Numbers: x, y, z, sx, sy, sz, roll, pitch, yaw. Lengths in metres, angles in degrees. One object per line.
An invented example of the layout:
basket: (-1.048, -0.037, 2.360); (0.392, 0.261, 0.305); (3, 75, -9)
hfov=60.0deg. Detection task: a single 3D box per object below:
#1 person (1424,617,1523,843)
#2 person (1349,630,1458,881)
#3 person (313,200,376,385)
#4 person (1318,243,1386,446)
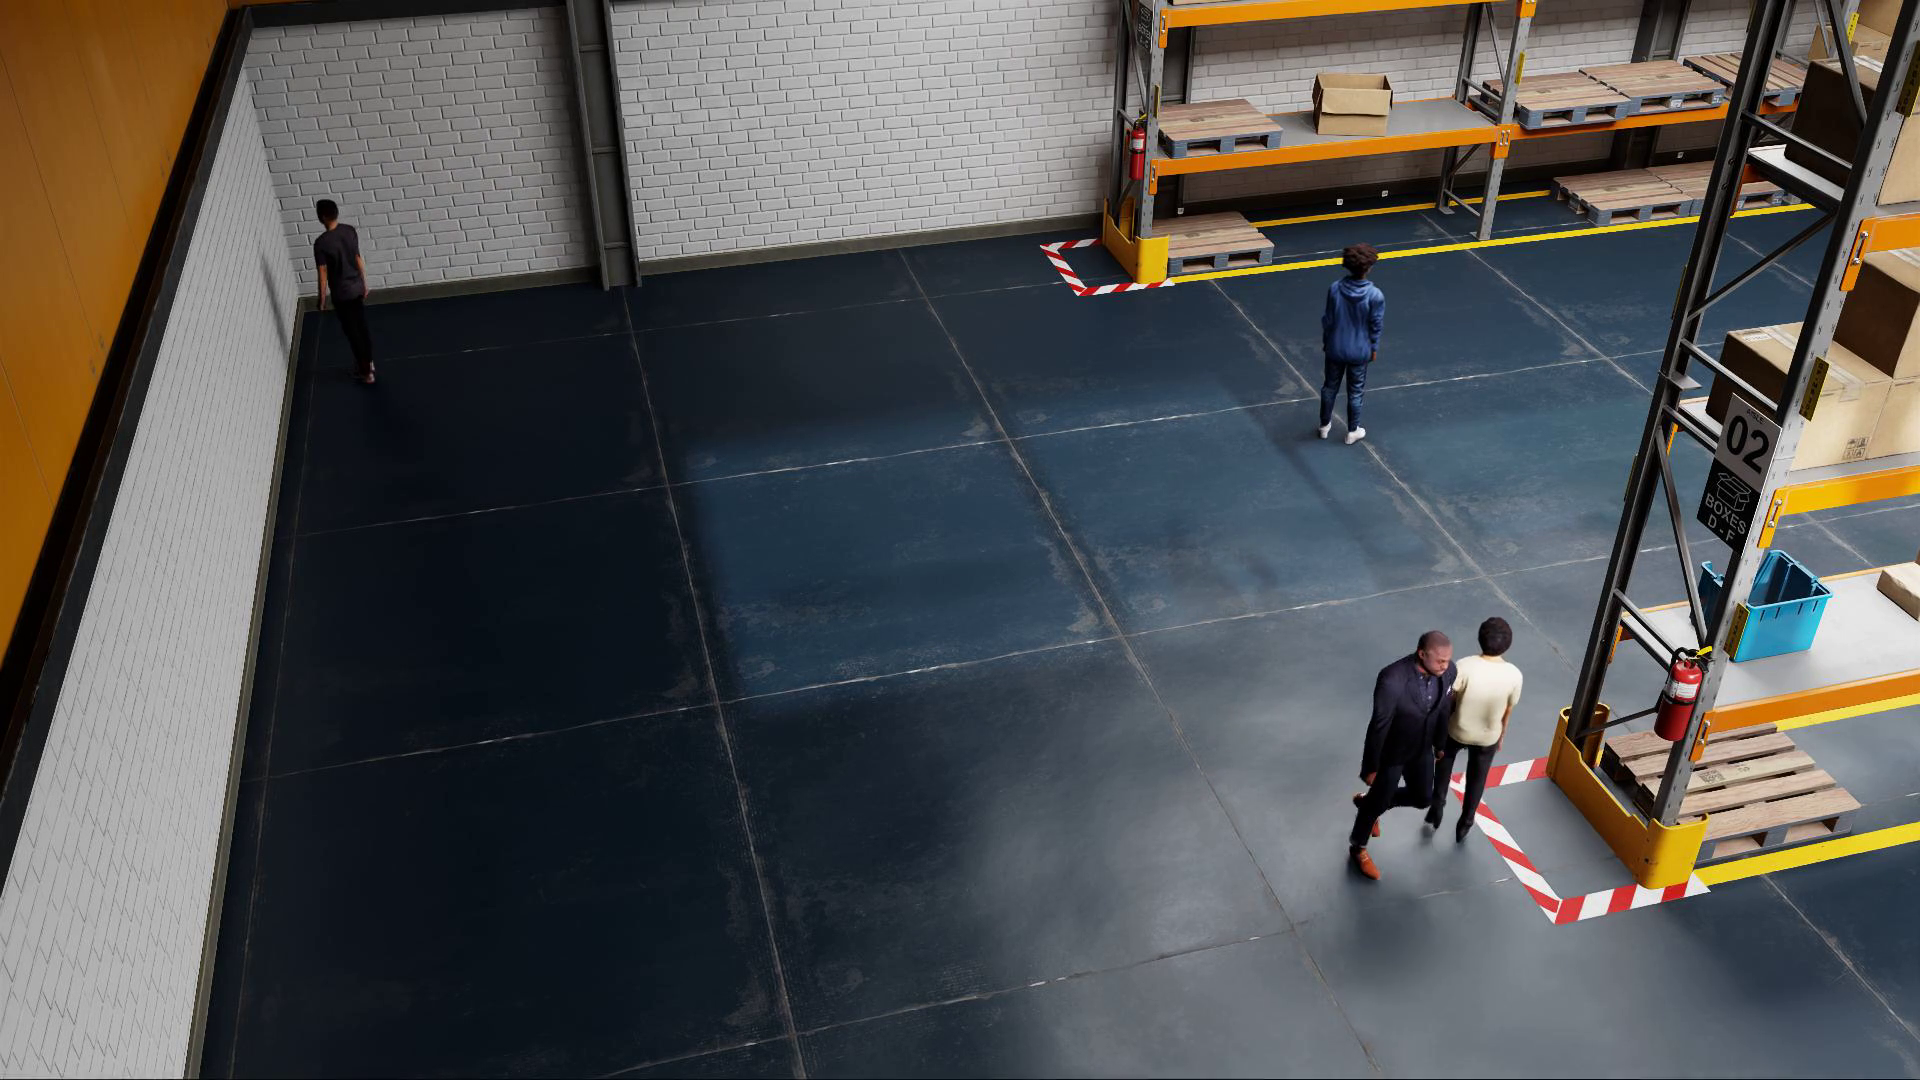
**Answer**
person: (3.125, 1.194, 10.151); (0.647, 1.569, 0.745); (6, 34, 9)
person: (2.599, 1.205, 9.927); (0.770, 1.798, 0.910); (-13, 36, -18)
person: (-5.556, -2.250, 15.161); (0.833, 1.758, 0.784); (14, 36, 20)
person: (3.337, -1.675, 14.255); (0.740, 1.803, 0.809); (17, 37, 23)
